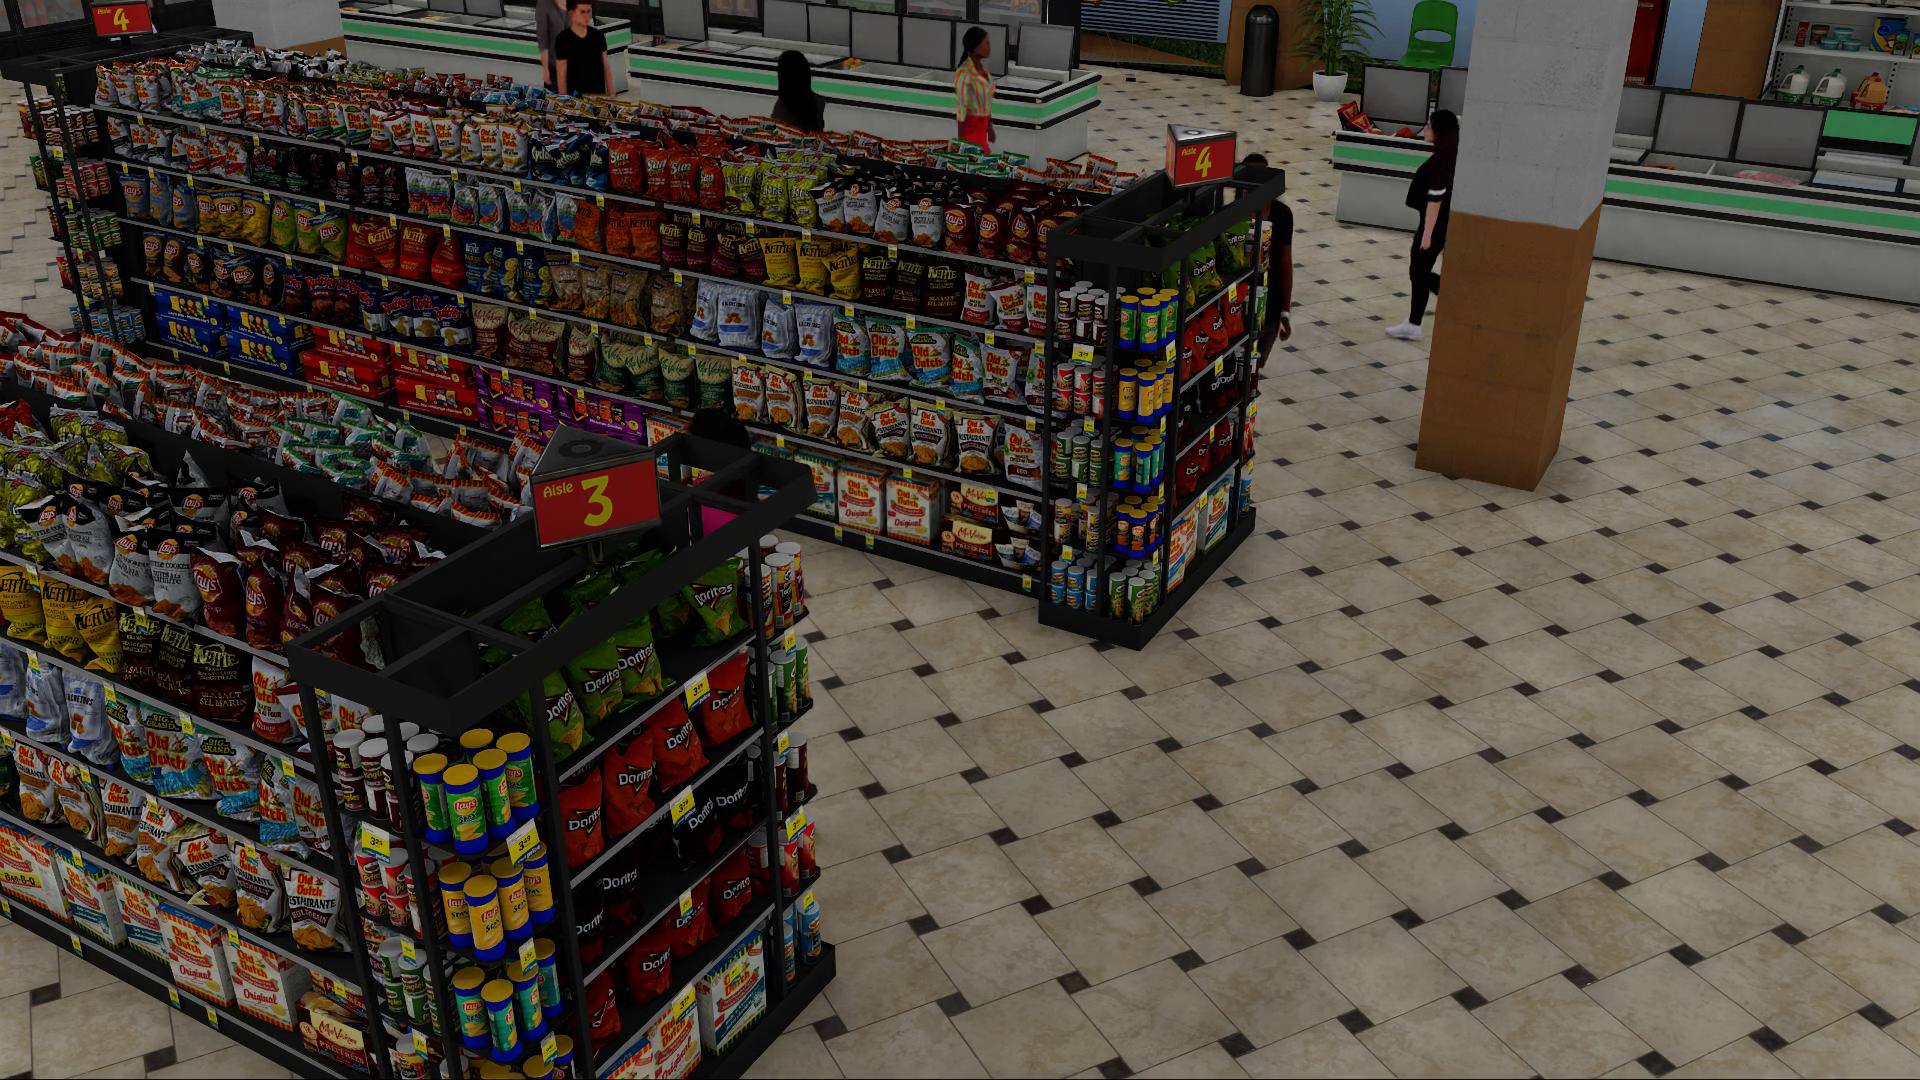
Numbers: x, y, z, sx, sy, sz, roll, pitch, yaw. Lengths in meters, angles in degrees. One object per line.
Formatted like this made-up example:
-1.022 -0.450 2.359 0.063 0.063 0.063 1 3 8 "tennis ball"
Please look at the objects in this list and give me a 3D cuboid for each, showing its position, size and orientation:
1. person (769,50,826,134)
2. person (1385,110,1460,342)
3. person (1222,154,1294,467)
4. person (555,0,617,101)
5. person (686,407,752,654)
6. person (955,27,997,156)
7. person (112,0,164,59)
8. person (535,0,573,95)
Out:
-1.118 -2.636 12.247 0.835 1.823 0.752 21 34 36 "person"
3.343 -2.135 11.476 0.855 1.626 0.632 12 29 23 "person"
1.707 -1.401 9.868 1.170 1.770 1.153 -4 27 -7 "person"
-3.333 -3.860 14.642 0.891 1.839 1.176 -23 35 -38 "person"
-0.894 0.300 6.610 0.848 1.685 0.595 14 30 25 "person"
0.023 -3.240 13.485 0.738 1.779 0.662 8 28 16 "person"
-8.803 -5.410 17.732 0.854 1.809 0.905 -11 29 -21 "person"
-3.854 -4.528 15.924 1.021 1.870 1.291 -17 31 -30 "person"
